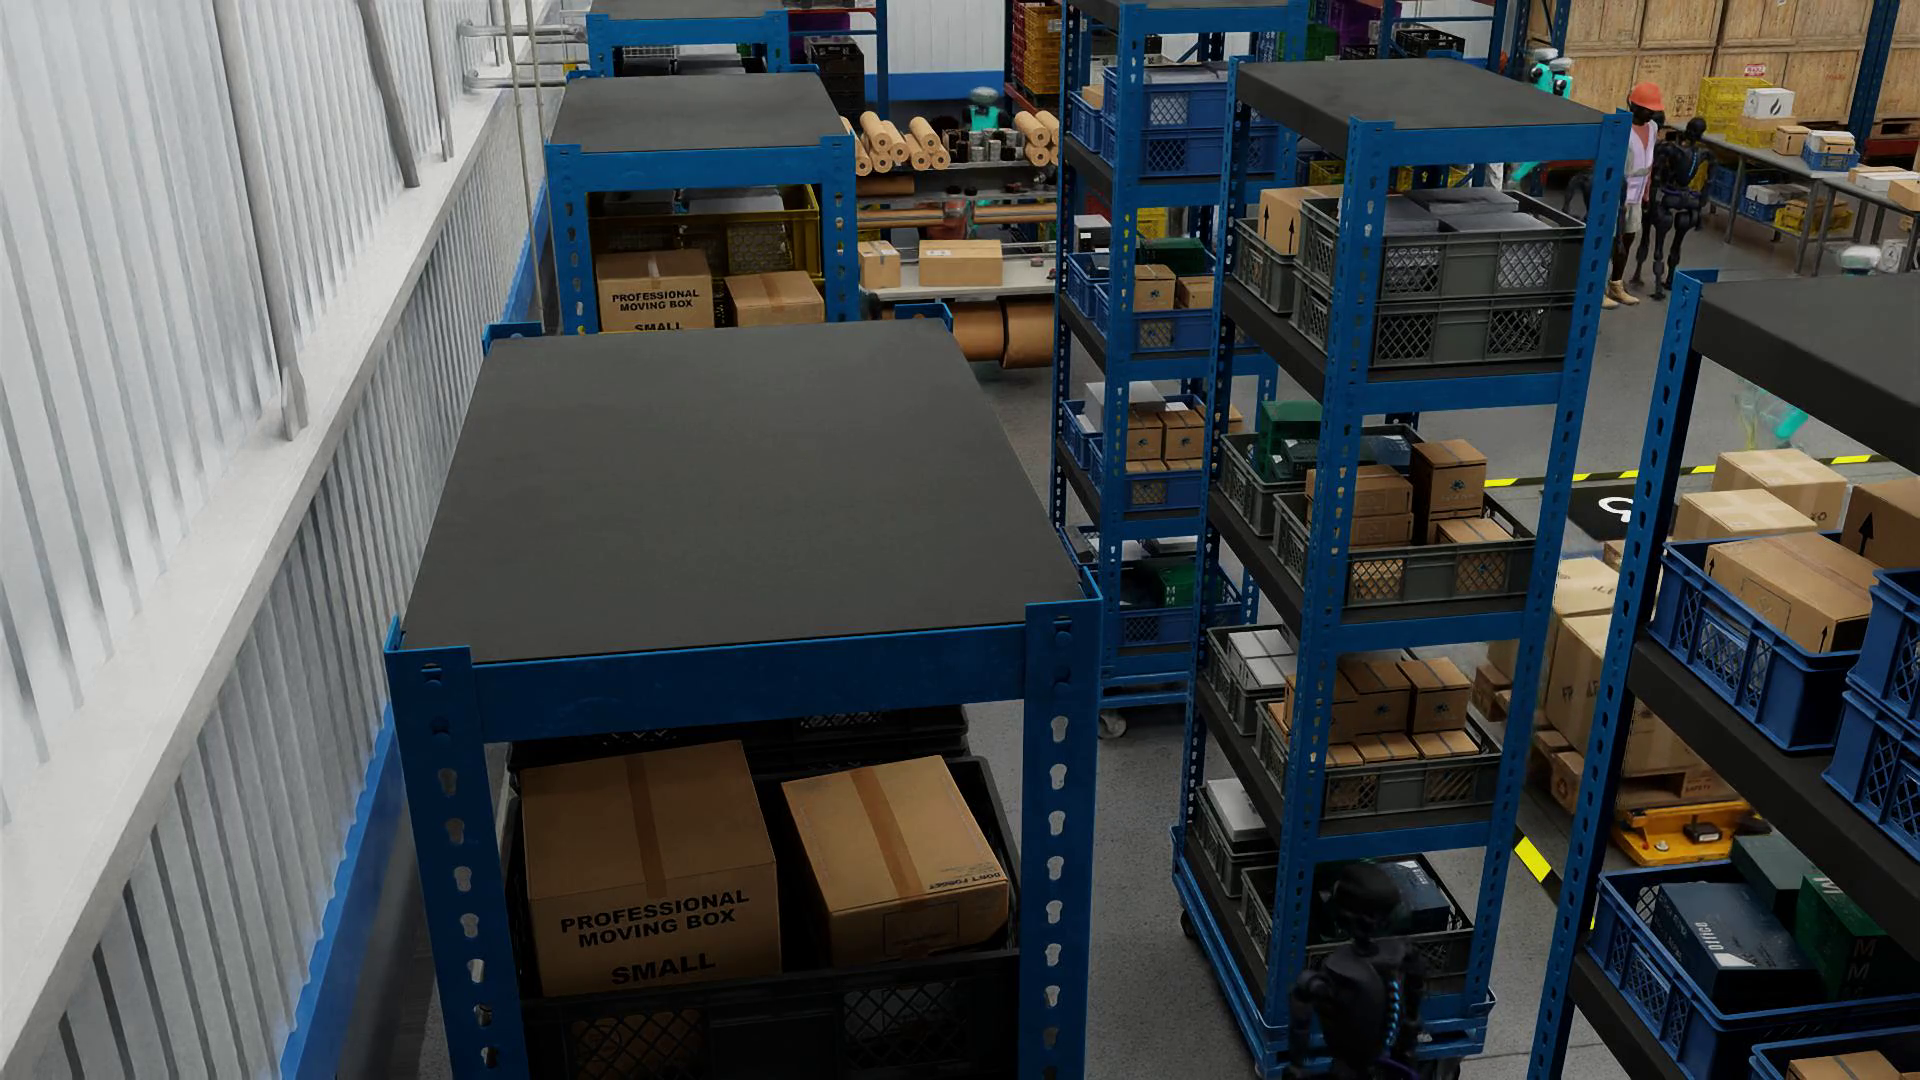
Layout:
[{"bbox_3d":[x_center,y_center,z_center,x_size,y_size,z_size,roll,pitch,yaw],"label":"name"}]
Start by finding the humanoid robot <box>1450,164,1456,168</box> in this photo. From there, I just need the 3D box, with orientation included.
[{"bbox_3d":[5.007,-4.079,17.482,0.609,1.645,0.383,-15,29,-30],"label":"humanoid robot"}]

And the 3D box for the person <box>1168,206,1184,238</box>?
[{"bbox_3d":[2.186,-3.526,16.101,0.588,1.823,0.403,17,30,32],"label":"person"}]

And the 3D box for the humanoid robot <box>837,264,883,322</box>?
[{"bbox_3d":[-0.696,-1.066,10.934,0.599,1.650,0.364,-20,31,-36],"label":"humanoid robot"}]

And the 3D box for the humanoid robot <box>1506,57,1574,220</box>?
[{"bbox_3d":[6.088,-4.223,17.749,0.671,1.824,0.533,10,26,20],"label":"humanoid robot"}]

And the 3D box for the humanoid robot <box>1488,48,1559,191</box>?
[{"bbox_3d":[6.168,-4.567,18.567,0.538,1.848,0.805,-22,33,-39],"label":"humanoid robot"}]

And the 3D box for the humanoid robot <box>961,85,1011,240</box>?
[{"bbox_3d":[0.100,-3.439,15.856,0.534,1.677,0.735,17,30,32],"label":"humanoid robot"}]

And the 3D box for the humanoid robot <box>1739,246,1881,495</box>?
[{"bbox_3d":[5.553,-1.104,10.966,1.047,1.748,0.548,16,29,31],"label":"humanoid robot"}]

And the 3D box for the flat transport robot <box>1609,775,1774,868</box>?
[{"bbox_3d":[3.211,1.059,7.963,0.652,0.197,1.431,-4,25,-8],"label":"flat transport robot"}]

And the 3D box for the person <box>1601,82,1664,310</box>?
[{"bbox_3d":[5.975,-3.068,14.869,0.607,2.031,0.404,-16,29,-32],"label":"person"}]

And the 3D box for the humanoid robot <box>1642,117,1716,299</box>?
[{"bbox_3d":[6.566,-3.065,15.310,0.604,1.641,0.612,0,25,0],"label":"humanoid robot"}]

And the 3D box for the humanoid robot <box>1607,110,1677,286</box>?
[{"bbox_3d":[6.346,-3.200,15.568,0.609,1.652,0.322,15,28,29],"label":"humanoid robot"}]

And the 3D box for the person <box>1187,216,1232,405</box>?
[{"bbox_3d":[1.659,-1.258,11.142,0.396,1.849,0.587,-2,25,-5],"label":"person"}]

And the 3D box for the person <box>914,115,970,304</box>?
[{"bbox_3d":[-0.129,-2.514,13.731,0.361,1.965,0.612,19,31,36],"label":"person"}]

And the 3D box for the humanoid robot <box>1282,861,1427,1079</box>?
[{"bbox_3d":[1.134,1.724,4.878,0.629,1.626,0.454,-15,29,-30],"label":"humanoid robot"}]

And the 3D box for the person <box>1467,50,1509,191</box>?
[{"bbox_3d":[5.511,-4.146,17.380,0.573,1.882,0.361,5,25,11],"label":"person"}]

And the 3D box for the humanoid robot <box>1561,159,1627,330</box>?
[{"bbox_3d":[5.404,-2.572,14.253,0.593,1.662,0.483,0,25,0],"label":"humanoid robot"}]

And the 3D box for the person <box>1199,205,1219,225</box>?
[{"bbox_3d":[2.414,-3.387,15.779,0.429,1.844,0.626,-9,26,-20],"label":"person"}]
